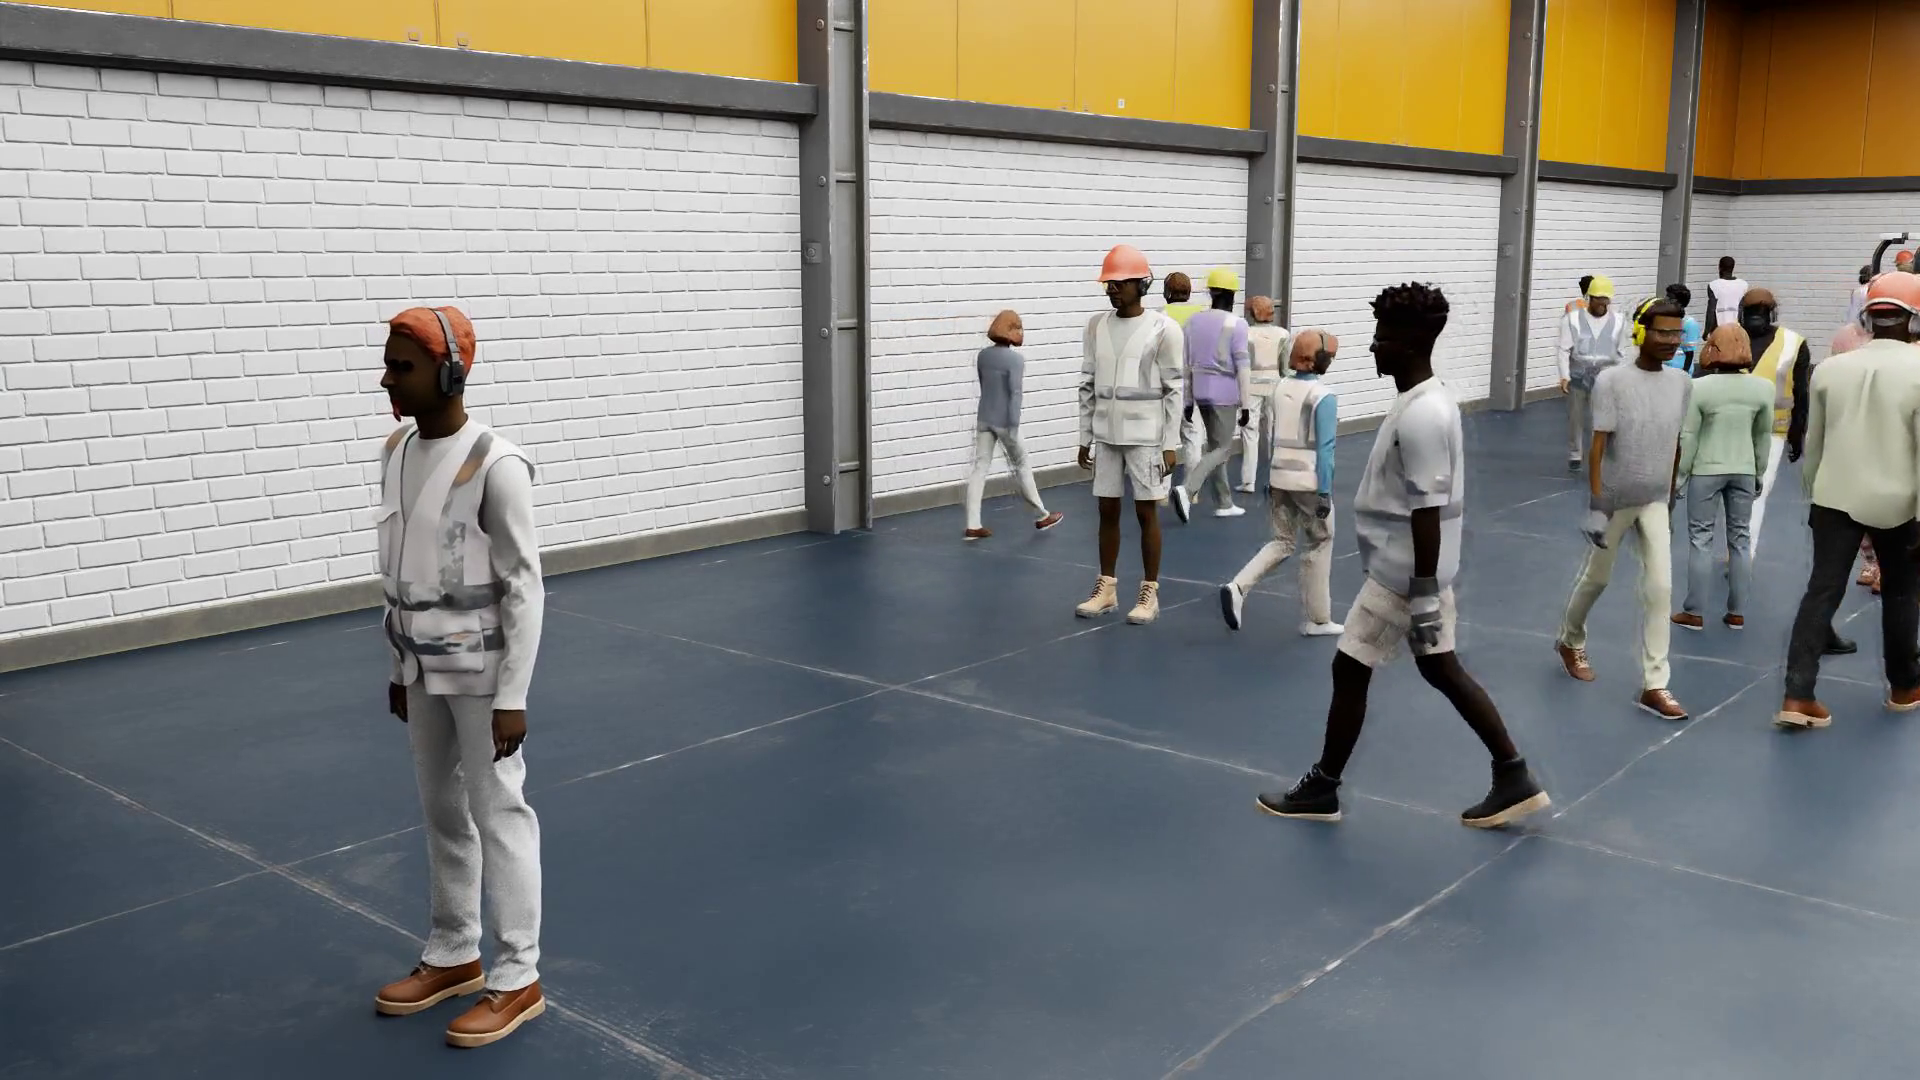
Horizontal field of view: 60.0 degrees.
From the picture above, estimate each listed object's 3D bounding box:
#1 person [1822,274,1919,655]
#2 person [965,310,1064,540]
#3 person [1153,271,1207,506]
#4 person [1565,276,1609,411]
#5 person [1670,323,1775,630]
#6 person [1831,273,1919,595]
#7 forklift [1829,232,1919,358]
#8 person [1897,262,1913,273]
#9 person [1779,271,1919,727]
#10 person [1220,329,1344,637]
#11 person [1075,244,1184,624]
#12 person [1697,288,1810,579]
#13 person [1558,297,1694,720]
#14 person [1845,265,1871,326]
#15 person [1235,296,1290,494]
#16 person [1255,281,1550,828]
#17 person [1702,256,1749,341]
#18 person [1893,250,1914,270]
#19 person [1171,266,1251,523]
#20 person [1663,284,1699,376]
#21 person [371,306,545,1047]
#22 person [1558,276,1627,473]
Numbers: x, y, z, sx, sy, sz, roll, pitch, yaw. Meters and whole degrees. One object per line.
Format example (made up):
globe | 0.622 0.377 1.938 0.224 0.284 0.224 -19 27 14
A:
person | 4.665 -0.357 8.262 0.972 1.886 0.561 -3 10 -17
person | 0.354 -0.810 11.706 0.853 1.589 0.506 -9 14 -42
person | 1.696 -1.189 13.141 0.633 1.843 0.429 -4 11 -23
person | 7.723 -2.414 20.547 0.532 1.694 0.320 3 10 15
person | 4.040 -0.331 8.841 0.500 1.636 0.284 0 10 -1
person | 5.417 -0.627 9.835 0.751 1.876 0.648 -9 14 -43
forklift | 9.955 -1.972 16.595 2.313 2.155 1.214 1 10 8
person | 10.348 -2.096 18.233 0.662 1.879 1.009 6 12 33
person | 3.869 -0.167 7.089 1.044 1.935 0.621 -8 13 -39
person | 1.708 -0.278 8.580 0.658 1.615 0.529 -5 11 -26
person | 0.895 -0.560 8.985 0.611 2.042 0.395 7 12 35
person | 4.885 -0.665 10.347 0.652 1.790 0.953 6 12 33
person | 3.009 -0.181 7.483 0.534 1.824 0.982 -1 10 -8
person | 12.525 -2.903 23.053 0.639 1.797 0.945 -5 11 -27
person | 2.487 -1.197 13.770 0.523 1.636 0.310 -2 10 -14
person | 1.592 0.071 5.753 0.988 1.929 0.617 4 11 20
person | 10.402 -2.894 22.638 0.593 1.918 0.391 -2 10 -13
person | 14.303 -3.395 25.294 0.619 1.992 0.416 -9 13 -42
person | 1.861 -1.067 12.293 0.833 1.900 0.596 -8 13 -39
person | 6.694 -1.554 15.632 0.318 1.696 0.532 -2 10 -11
person | -1.290 0.349 4.268 0.574 1.882 0.358 8 13 39
person | 5.596 -1.438 14.753 0.581 1.768 0.957 2 10 13
